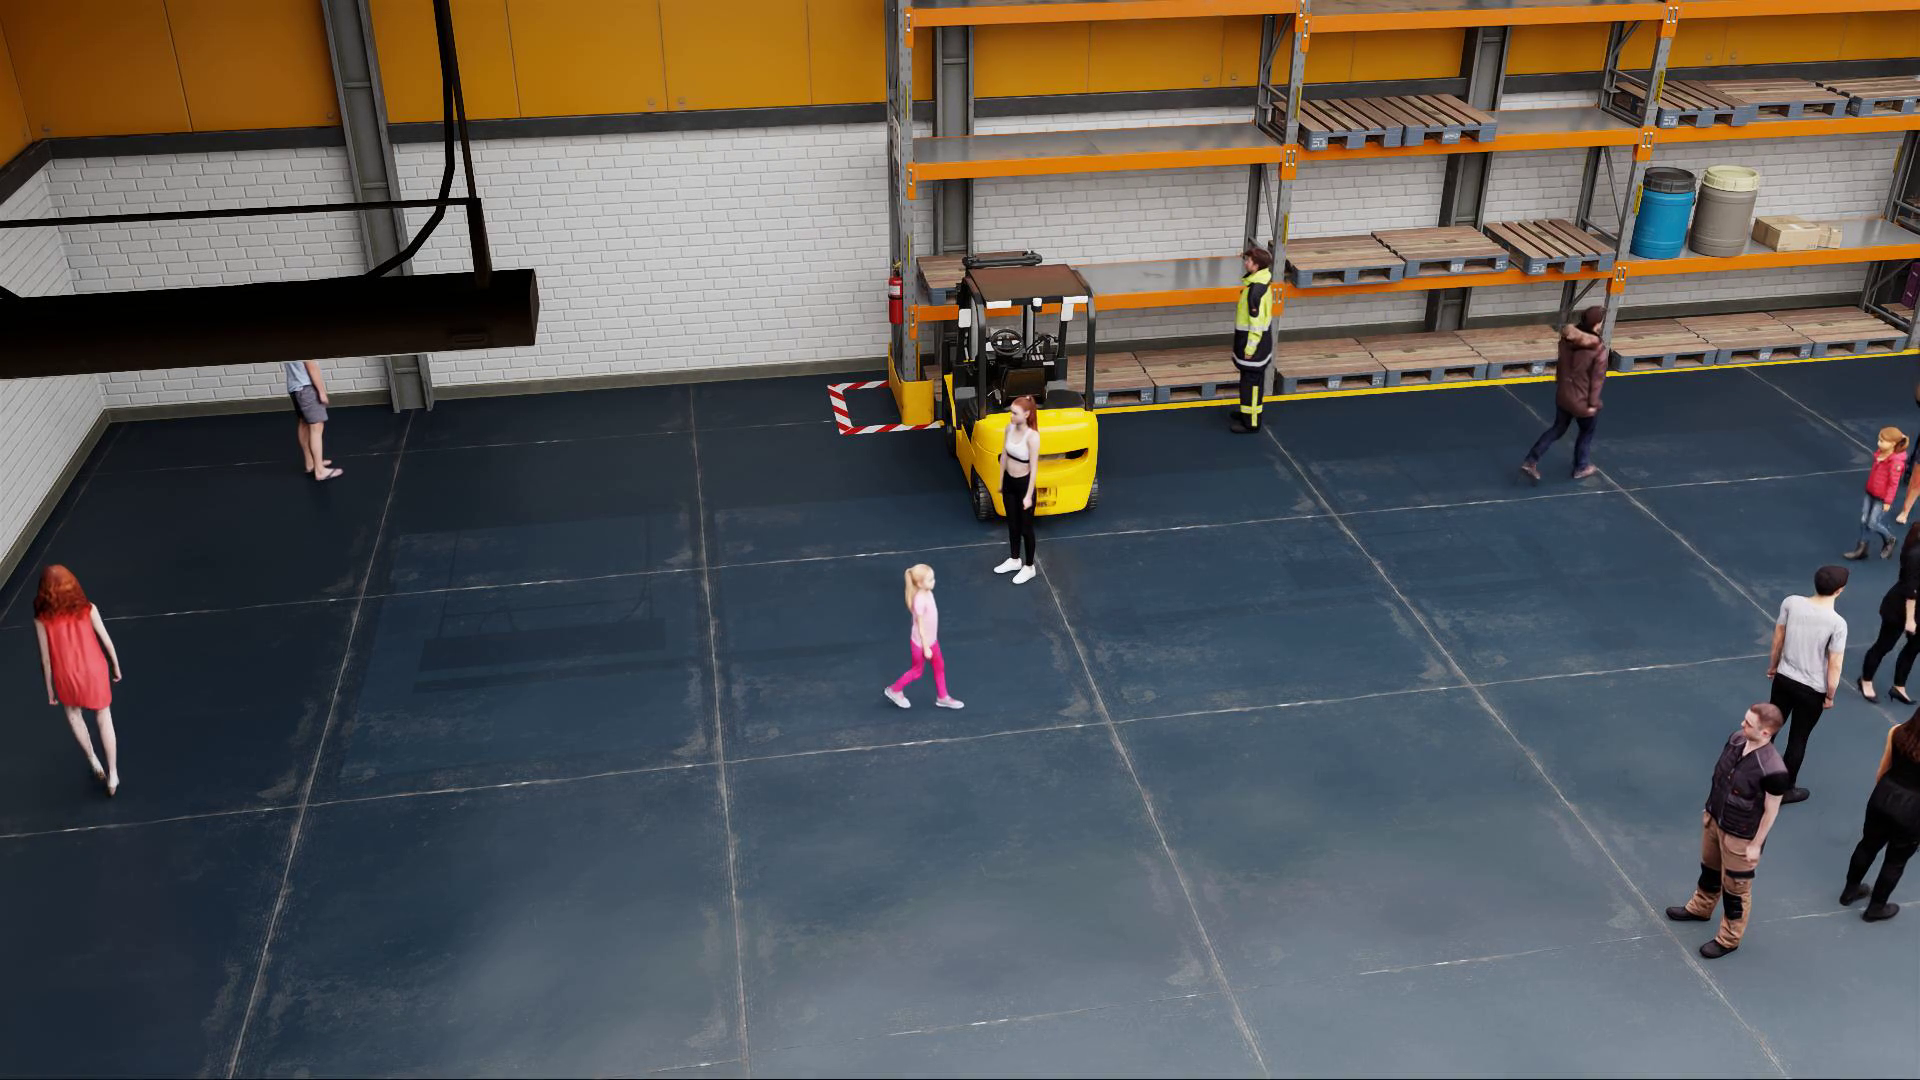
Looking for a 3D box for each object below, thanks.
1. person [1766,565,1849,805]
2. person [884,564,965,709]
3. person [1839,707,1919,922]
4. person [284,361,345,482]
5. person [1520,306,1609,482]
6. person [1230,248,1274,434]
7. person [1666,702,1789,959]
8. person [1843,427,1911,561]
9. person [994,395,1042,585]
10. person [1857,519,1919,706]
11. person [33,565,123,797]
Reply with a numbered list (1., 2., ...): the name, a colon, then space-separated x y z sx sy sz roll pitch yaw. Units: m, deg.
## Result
1. person: 5.933 1.005 11.750 0.678 1.862 0.730 -15 32 -26
2. person: -0.328 0.765 12.819 0.911 1.260 0.738 9 30 17
3. person: 6.006 1.718 10.639 0.659 1.675 0.661 -15 32 -25
4. person: -6.446 -1.471 16.323 0.739 1.829 0.770 24 37 37
5. person: 5.932 -1.381 16.170 1.229 1.819 0.956 -13 31 -23
6. person: 3.051 -2.079 17.277 0.804 1.983 0.855 6 29 11
7. person: 4.863 1.770 10.371 0.561 1.840 0.666 -5 29 -10
8. person: 8.299 -0.397 14.903 0.673 1.304 0.539 -3 29 -6
9. person: 0.532 -0.459 14.559 0.679 1.742 0.668 -21 35 -34
10. person: 7.255 0.513 12.882 0.762 1.642 0.851 -18 34 -30
11. person: -6.186 1.039 11.742 0.692 1.810 0.800 -15 32 -26
